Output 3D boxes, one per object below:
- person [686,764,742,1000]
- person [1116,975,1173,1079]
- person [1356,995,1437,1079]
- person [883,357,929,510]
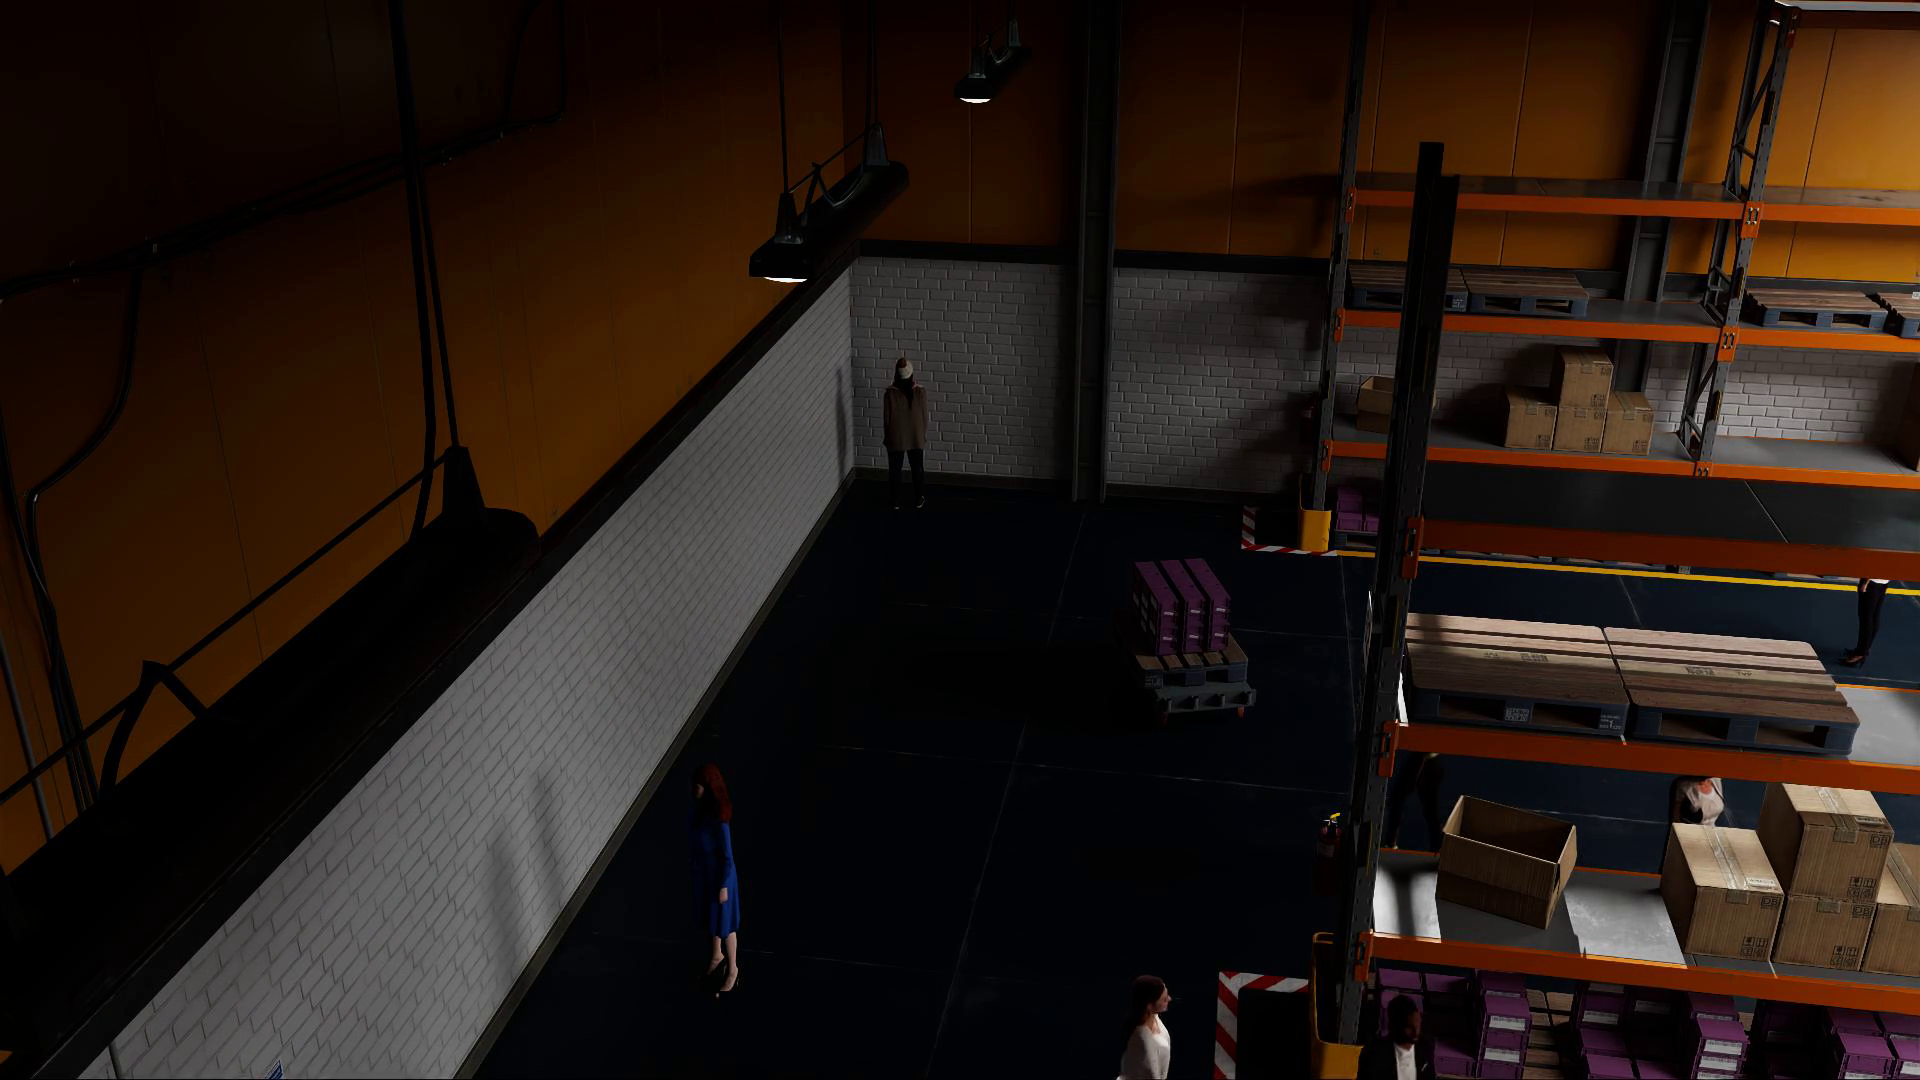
[{"bbox_3d":[-1.704,2.352,11.541,0.765,1.829,0.706,-15,28,-31],"label":"person"},{"bbox_3d":[0.956,3.241,9.709,0.818,1.668,0.625,6,24,12],"label":"person"},{"bbox_3d":[2.366,3.291,9.447,0.956,1.786,1.006,-13,27,-27],"label":"person"},{"bbox_3d":[-0.658,-1.287,19.788,0.704,1.891,0.839,-3,24,-7],"label":"person"}]
